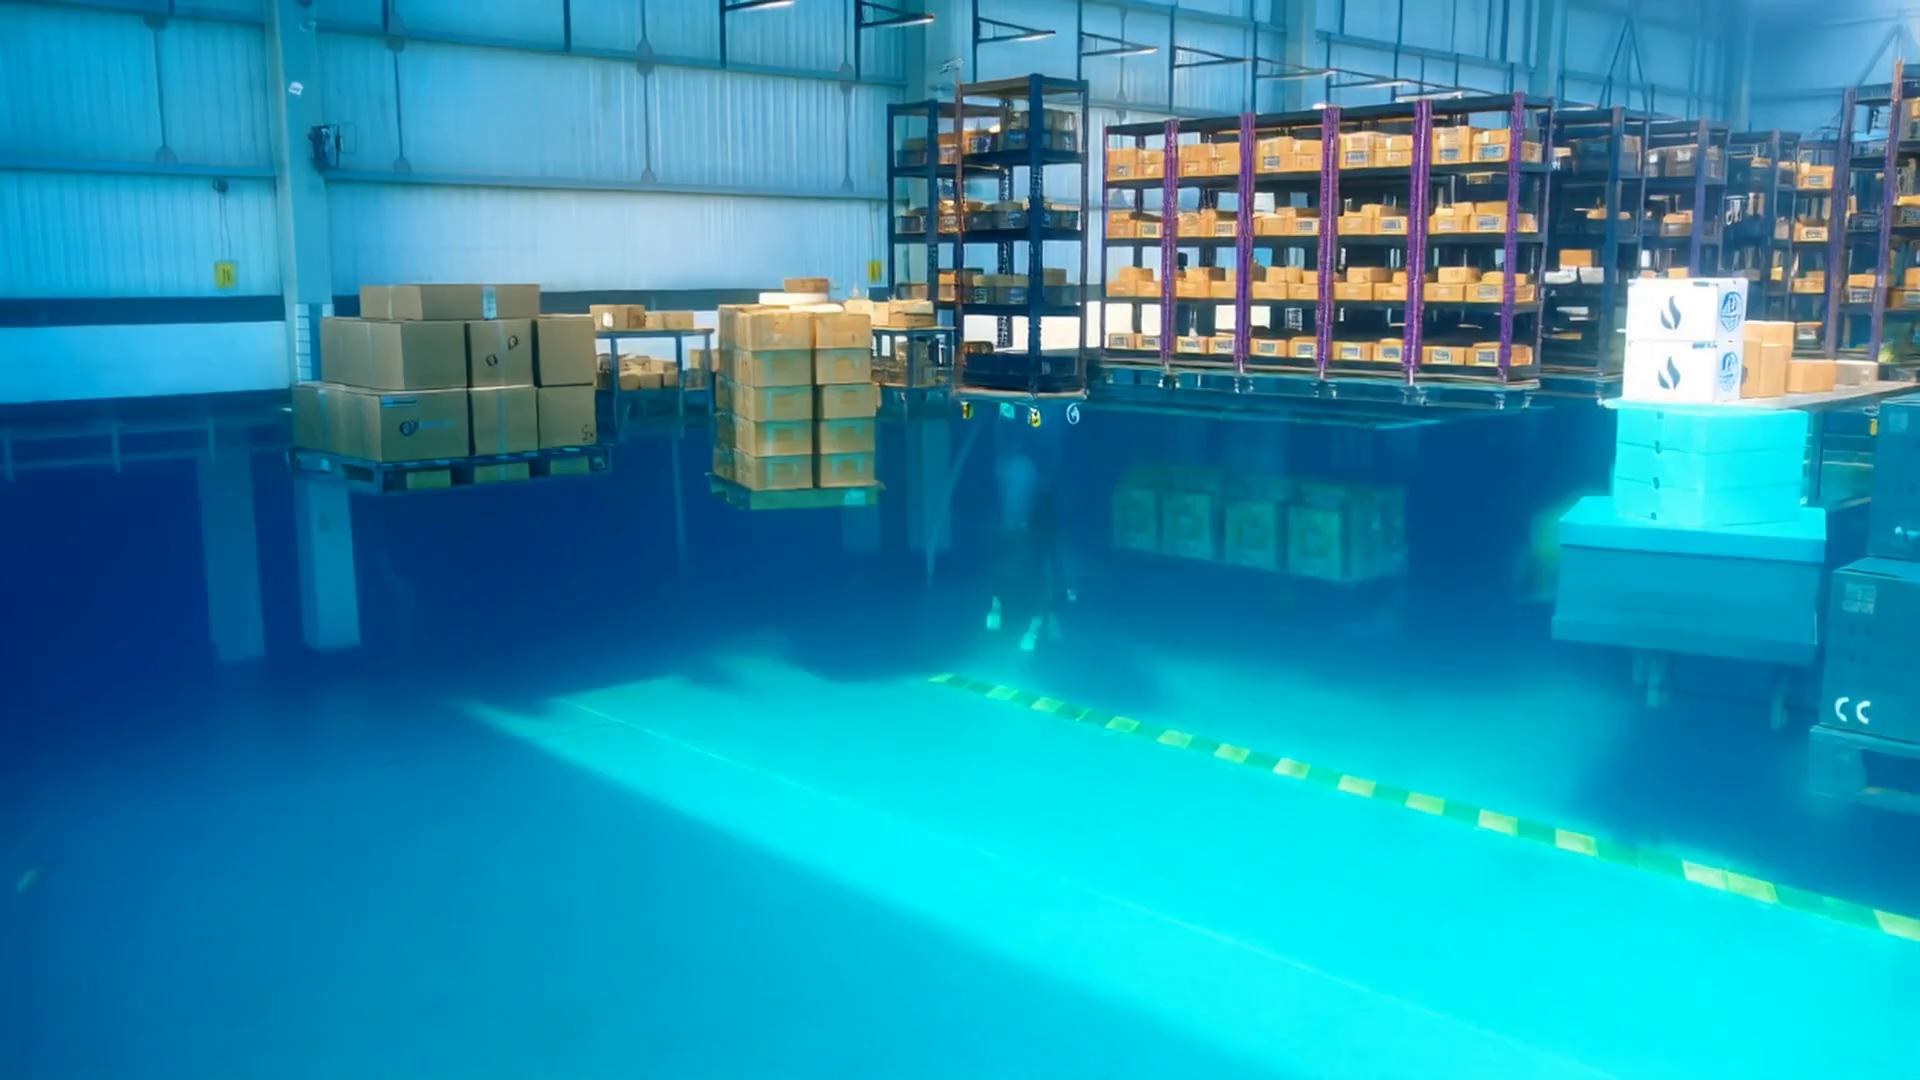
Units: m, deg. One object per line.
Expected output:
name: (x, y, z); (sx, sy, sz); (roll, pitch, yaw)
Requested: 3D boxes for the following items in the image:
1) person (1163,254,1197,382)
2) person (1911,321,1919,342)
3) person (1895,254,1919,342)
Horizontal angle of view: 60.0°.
person: (3.177, -3.209, 24.034); (0.564, 1.839, 0.390); (7, 12, 35)
person: (15.748, -3.735, 26.952); (0.921, 1.934, 0.668); (-1, 9, -5)
person: (13.692, -3.207, 24.052); (0.403, 1.830, 0.591); (5, 11, 27)
